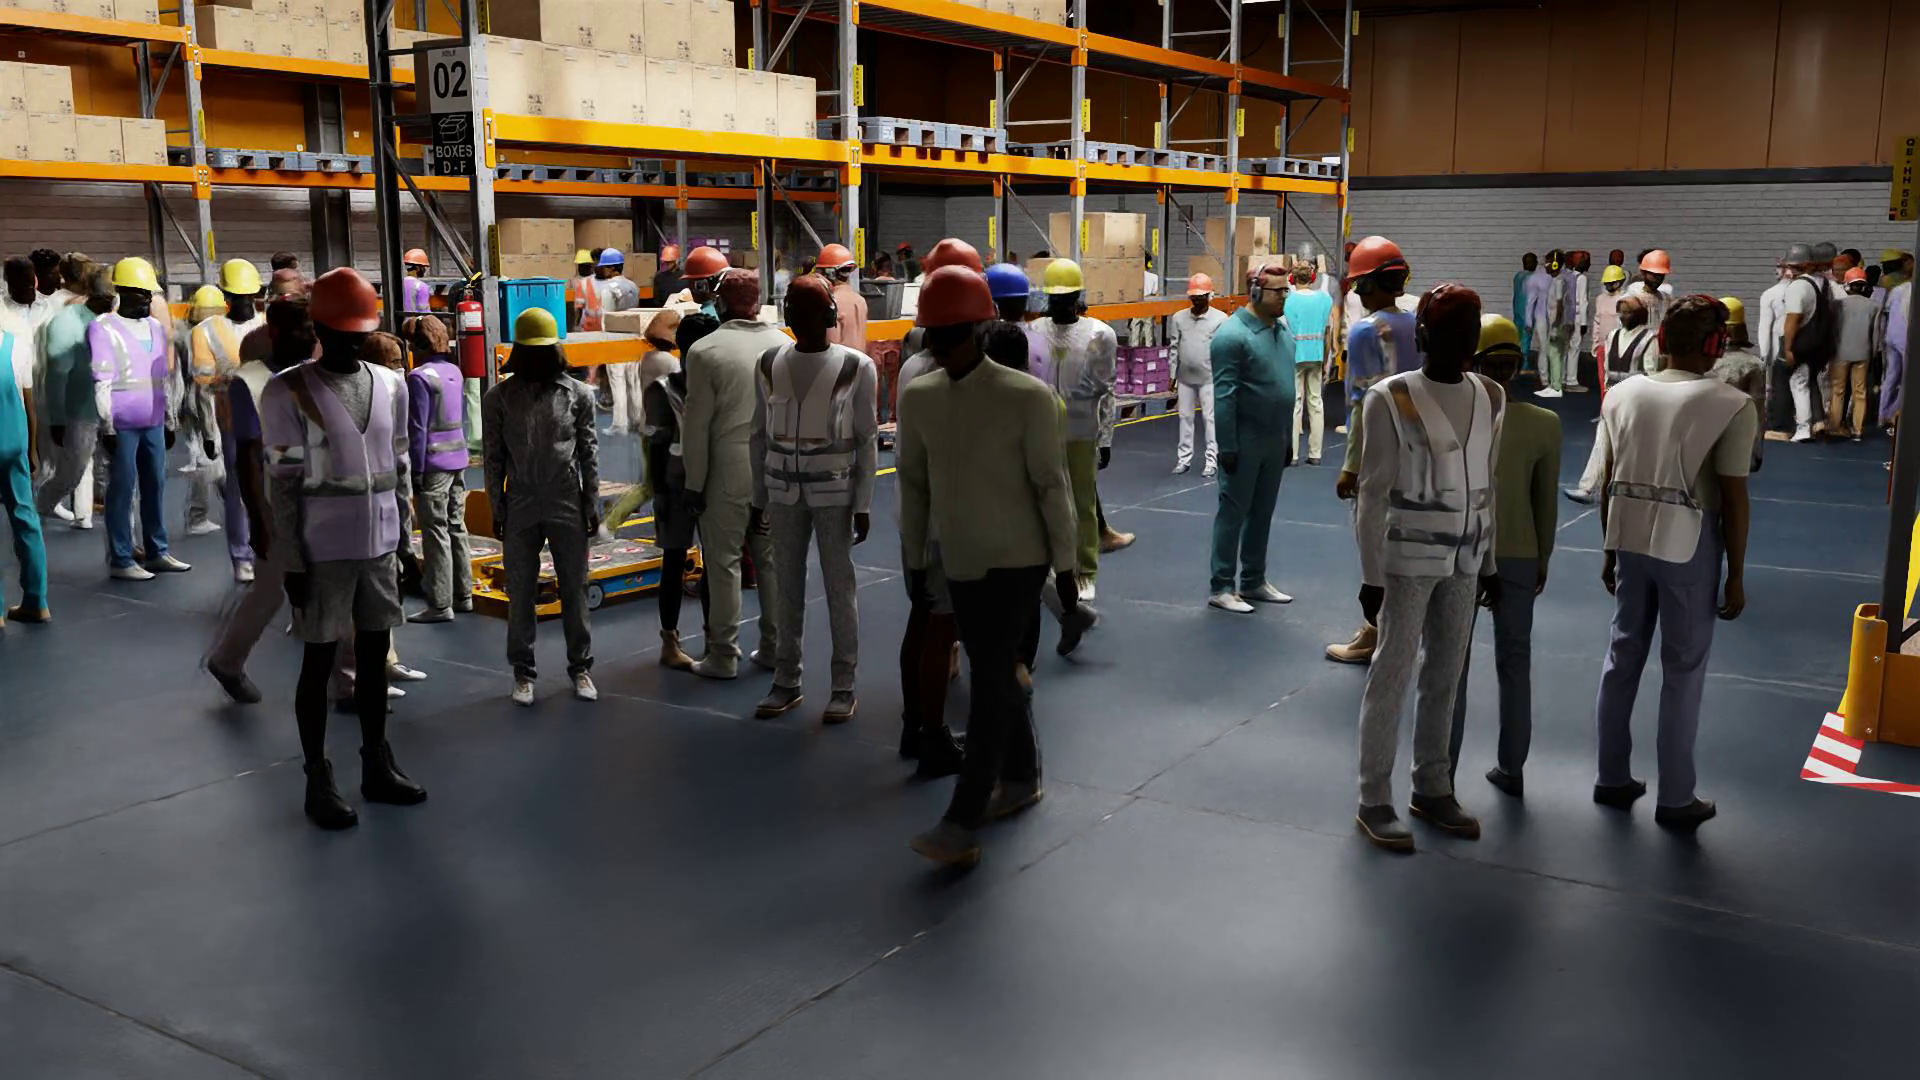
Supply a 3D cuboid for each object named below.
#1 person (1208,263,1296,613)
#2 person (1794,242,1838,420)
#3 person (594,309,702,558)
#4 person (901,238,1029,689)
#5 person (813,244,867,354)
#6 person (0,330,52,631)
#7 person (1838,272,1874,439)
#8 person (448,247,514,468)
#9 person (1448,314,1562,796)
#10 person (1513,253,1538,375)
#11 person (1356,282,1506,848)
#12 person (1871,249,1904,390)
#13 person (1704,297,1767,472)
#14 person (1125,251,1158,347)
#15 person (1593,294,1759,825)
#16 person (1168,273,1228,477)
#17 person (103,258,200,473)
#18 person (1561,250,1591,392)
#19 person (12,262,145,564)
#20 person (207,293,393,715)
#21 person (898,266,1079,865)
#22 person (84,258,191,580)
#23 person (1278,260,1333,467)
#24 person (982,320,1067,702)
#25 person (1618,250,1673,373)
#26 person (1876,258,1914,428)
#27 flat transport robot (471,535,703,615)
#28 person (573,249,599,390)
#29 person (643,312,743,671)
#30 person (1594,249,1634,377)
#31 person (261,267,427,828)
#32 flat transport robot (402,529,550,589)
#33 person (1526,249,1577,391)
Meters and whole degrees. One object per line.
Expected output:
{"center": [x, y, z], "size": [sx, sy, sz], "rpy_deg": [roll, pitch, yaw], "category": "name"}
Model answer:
{"center": [1.633, -0.553, 9.101], "size": [0.645, 1.901, 0.396], "rpy_deg": [-10, 14, -44], "category": "person"}
{"center": [9.586, -2.317, 18.469], "size": [0.739, 2.000, 0.569], "rpy_deg": [-8, 13, -37], "category": "person"}
{"center": [-1.934, -0.633, 10.371], "size": [0.674, 1.606, 0.501], "rpy_deg": [-7, 12, -33], "category": "person"}
{"center": [0.003, -0.303, 7.352], "size": [0.611, 2.030, 0.409], "rpy_deg": [4, 11, 22], "category": "person"}
{"center": [-0.877, -1.130, 12.020], "size": [0.391, 1.992, 0.623], "rpy_deg": [4, 11, 21], "category": "person"}
{"center": [-5.035, -0.439, 8.637], "size": [0.348, 1.839, 0.504], "rpy_deg": [5, 12, 27], "category": "person"}
{"center": [9.159, -1.885, 17.029], "size": [0.316, 1.696, 0.541], "rpy_deg": [6, 12, 31], "category": "person"}
{"center": [-4.227, -1.671, 14.887], "size": [0.683, 2.000, 0.538], "rpy_deg": [-5, 11, -25], "category": "person"}
{"center": [1.897, 0.066, 6.054], "size": [0.527, 1.761, 0.340], "rpy_deg": [0, 10, -3], "category": "person"}
{"center": [8.496, -3.391, 25.004], "size": [0.341, 1.837, 0.502], "rpy_deg": [-4, 11, -20], "category": "person"}
{"center": [1.580, 0.086, 5.586], "size": [0.584, 1.882, 0.337], "rpy_deg": [-5, 11, -26], "category": "person"}
{"center": [12.566, -2.975, 22.505], "size": [0.590, 1.897, 0.530], "rpy_deg": [-9, 14, -41], "category": "person"}
{"center": [4.354, -0.546, 9.605], "size": [0.497, 1.703, 0.890], "rpy_deg": [8, 13, 37], "category": "person"}
{"center": [2.578, -3.124, 23.413], "size": [0.519, 1.873, 0.328], "rpy_deg": [5, 11, 24], "category": "person"}
{"center": [2.458, 0.072, 5.797], "size": [0.388, 1.838, 0.563], "rpy_deg": [-7, 12, -32], "category": "person"}
{"center": [2.041, -1.412, 14.275], "size": [0.567, 1.744, 0.350], "rpy_deg": [7, 12, 34], "category": "person"}
{"center": [-7.007, -1.476, 14.289], "size": [1.014, 1.855, 0.637], "rpy_deg": [1, 10, 4], "category": "person"}
{"center": [8.232, -2.923, 22.264], "size": [0.342, 1.881, 0.579], "rpy_deg": [-1, 10, -5], "category": "person"}
{"center": [-5.498, -0.779, 10.374], "size": [0.817, 1.895, 0.662], "rpy_deg": [4, 11, 22], "category": "person"}
{"center": [-2.887, -0.141, 7.086], "size": [0.845, 1.811, 0.598], "rpy_deg": [5, 11, 25], "category": "person"}
{"center": [0.020, 0.076, 5.521], "size": [0.633, 1.931, 0.998], "rpy_deg": [8, 13, 37], "category": "person"}
{"center": [-4.920, -0.721, 9.974], "size": [0.398, 1.918, 0.589], "rpy_deg": [3, 11, 17], "category": "person"}
{"center": [3.053, -1.563, 14.848], "size": [0.564, 1.840, 0.396], "rpy_deg": [-3, 11, -17], "category": "person"}
{"center": [0.249, -0.091, 7.143], "size": [0.554, 1.679, 0.544], "rpy_deg": [-4, 11, -22], "category": "person"}
{"center": [5.891, -1.508, 14.278], "size": [0.549, 1.934, 0.374], "rpy_deg": [-4, 11, -23], "category": "person"}
{"center": [10.062, -2.084, 17.770], "size": [0.438, 1.824, 0.549], "rpy_deg": [-2, 10, -10], "category": "person"}
{"center": [-2.061, 0.183, 9.522], "size": [0.652, 0.197, 1.431], "rpy_deg": [8, 13, 37], "category": "flat transport robot"}
{"center": [-4.958, -2.973, 22.496], "size": [0.591, 1.910, 0.659], "rpy_deg": [7, 12, 34], "category": "person"}
{"center": [-1.252, -0.235, 7.909], "size": [0.538, 1.692, 0.320], "rpy_deg": [-9, 14, -41], "category": "person"}
{"center": [9.630, -3.328, 24.504], "size": [0.583, 1.882, 0.338], "rpy_deg": [-4, 11, -23], "category": "person"}
{"center": [-2.123, 0.021, 5.825], "size": [0.385, 1.928, 0.547], "rpy_deg": [8, 13, 36], "category": "person"}
{"center": [-3.089, 0.120, 9.872], "size": [1.431, 0.197, 0.652], "rpy_deg": [8, 13, 37], "category": "flat transport robot"}
{"center": [7.839, -2.914, 22.141], "size": [0.646, 1.911, 0.538], "rpy_deg": [1, 10, 6], "category": "person"}
